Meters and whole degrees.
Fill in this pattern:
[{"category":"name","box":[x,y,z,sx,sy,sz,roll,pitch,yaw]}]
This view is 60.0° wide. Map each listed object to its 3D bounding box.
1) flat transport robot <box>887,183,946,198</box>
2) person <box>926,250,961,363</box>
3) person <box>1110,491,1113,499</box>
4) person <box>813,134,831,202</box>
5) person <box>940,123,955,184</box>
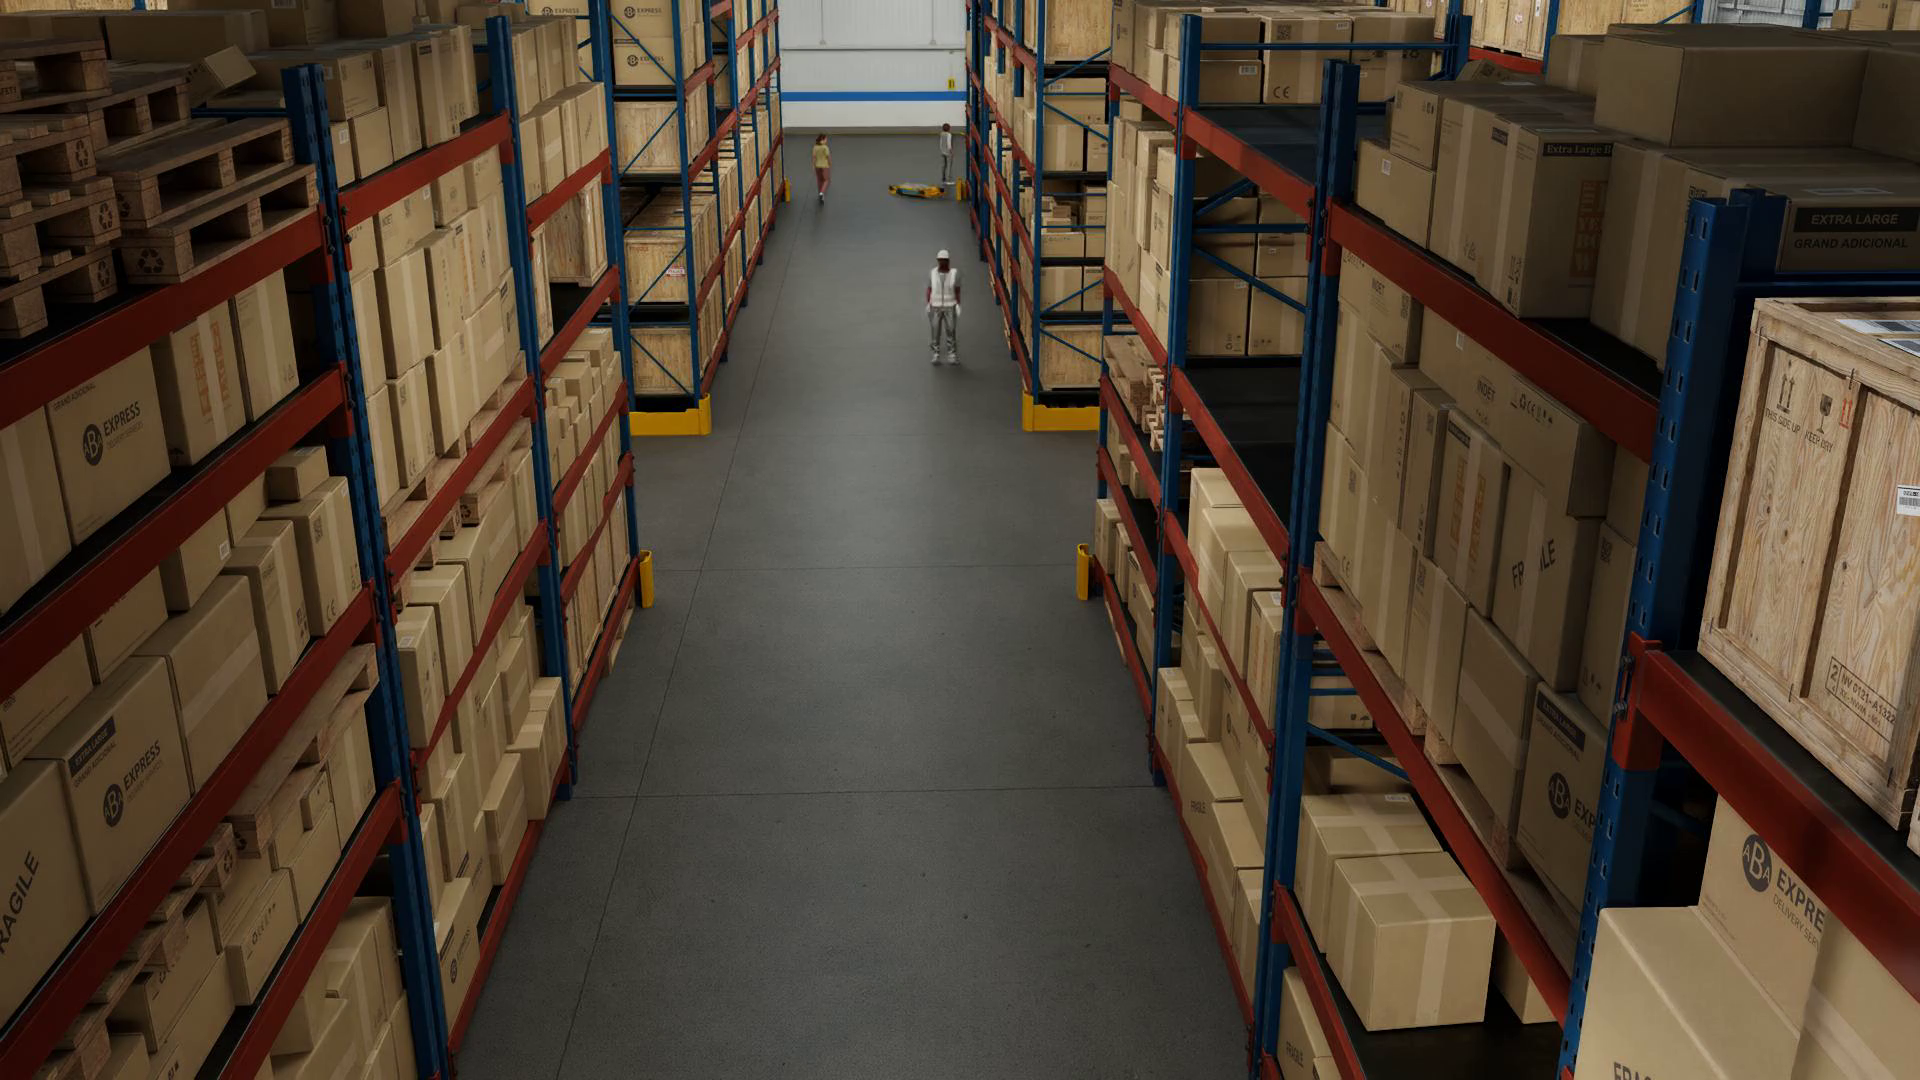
[{"category":"flat transport robot","box":[-1.119,-8.986,42.810,1.431,0.260,0.659,15,25,35]},{"category":"person","box":[-0.265,-3.700,26.382,0.548,1.788,0.408,1,20,3]},{"category":"person","box":[1.773,-0.762,18.648,0.397,1.688,0.482,10,22,24]},{"category":"person","box":[-3.438,-9.279,41.486,0.478,1.665,0.802,7,22,19]},{"category":"person","box":[-0.336,-10.299,44.328,0.326,1.603,0.411,-19,27,-41]}]
